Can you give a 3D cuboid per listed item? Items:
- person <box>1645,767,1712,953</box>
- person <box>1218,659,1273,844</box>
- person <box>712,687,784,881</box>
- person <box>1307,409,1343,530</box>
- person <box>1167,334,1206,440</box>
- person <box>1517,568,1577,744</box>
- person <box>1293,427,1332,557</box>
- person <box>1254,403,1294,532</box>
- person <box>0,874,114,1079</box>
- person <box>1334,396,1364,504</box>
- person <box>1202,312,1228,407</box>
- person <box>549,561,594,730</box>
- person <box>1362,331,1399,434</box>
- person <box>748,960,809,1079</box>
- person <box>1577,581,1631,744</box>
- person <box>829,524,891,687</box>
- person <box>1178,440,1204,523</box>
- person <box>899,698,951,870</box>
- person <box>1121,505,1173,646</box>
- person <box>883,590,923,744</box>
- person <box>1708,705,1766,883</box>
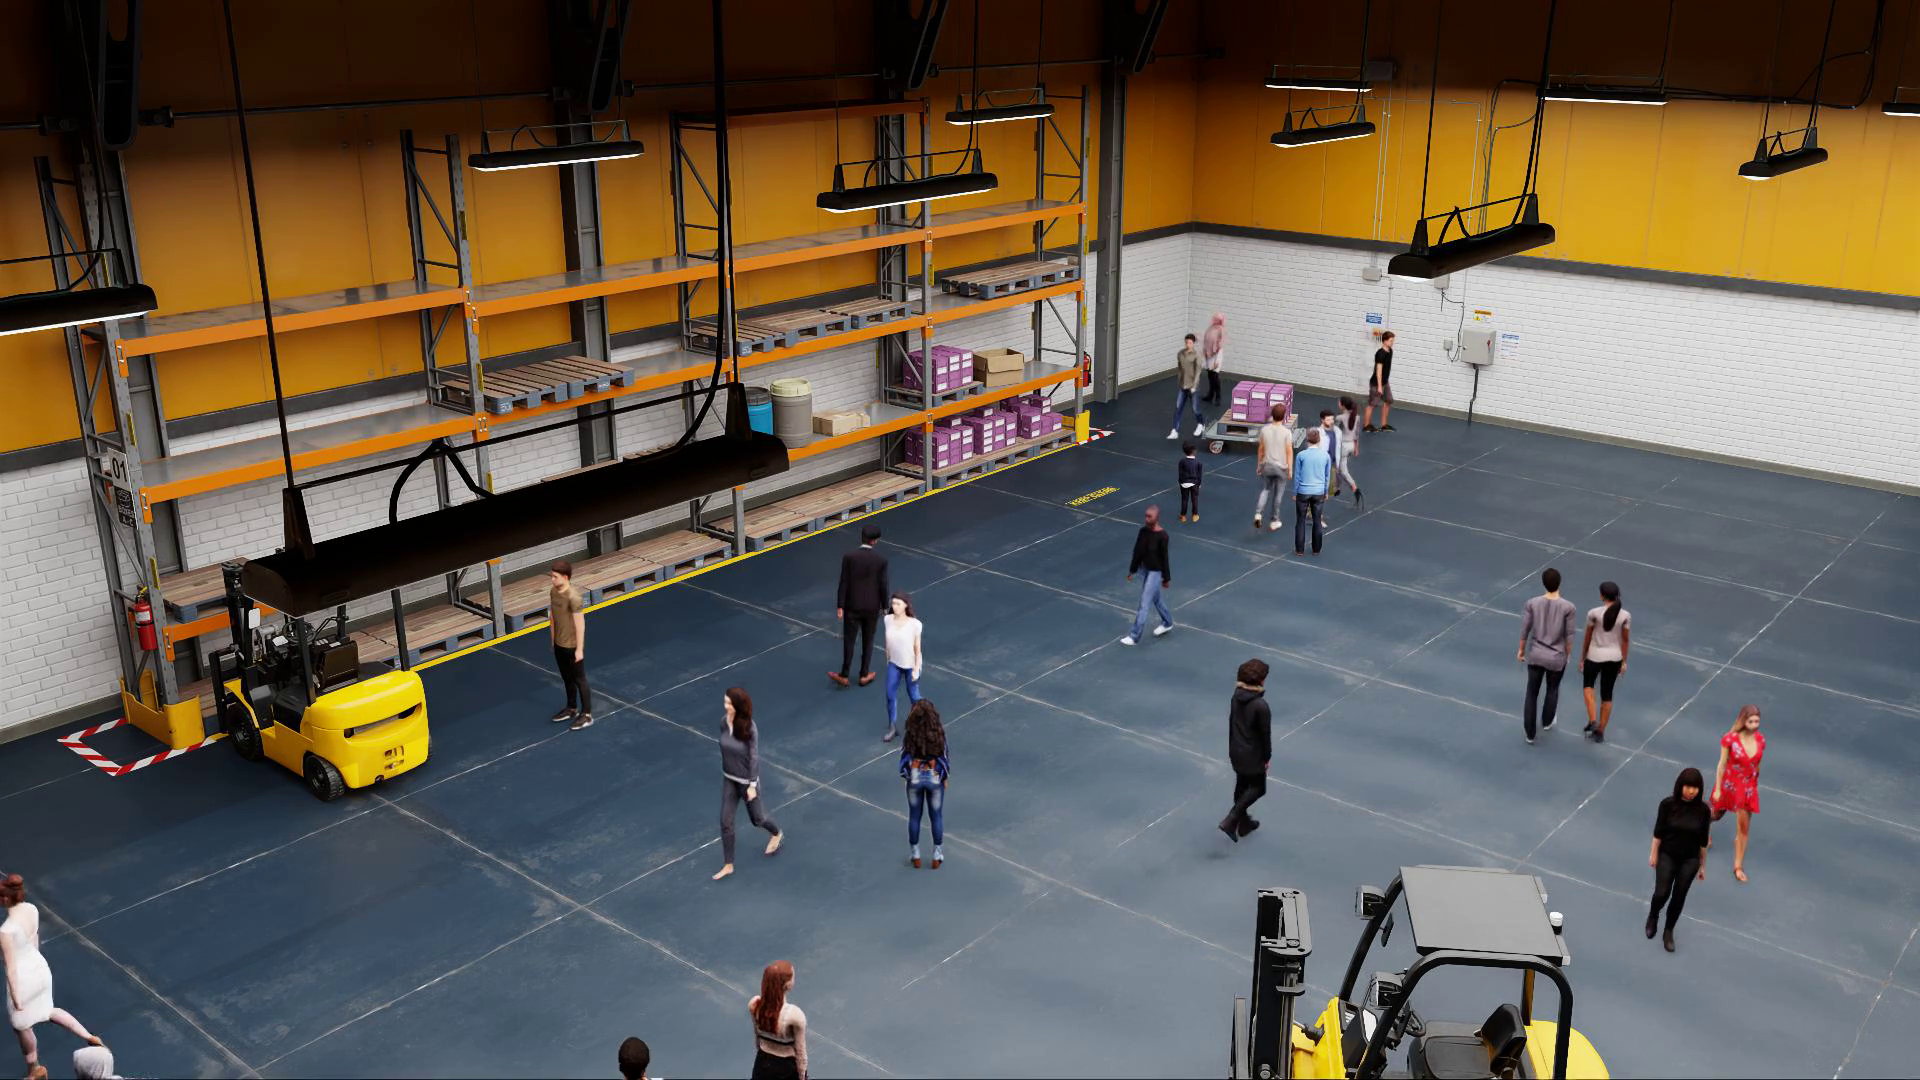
[{"bbox_3d":[5.900,2.575,13.678,0.677,1.633,0.721,5,19,14],"label":"person"},{"bbox_3d":[2.608,1.968,15.278,0.941,1.764,0.752,-13,23,-34],"label":"person"},{"bbox_3d":[-1.886,2.123,14.855,0.731,1.741,1.109,10,21,28],"label":"person"},{"bbox_3d":[5.274,-1.069,24.251,0.913,1.792,0.931,-11,22,-31],"label":"person"},{"bbox_3d":[4.057,-2.685,28.972,0.685,1.842,1.097,15,24,38],"label":"person"},{"bbox_3d":[6.098,1.247,17.334,0.826,1.817,0.988,10,21,28],"label":"person"},{"bbox_3d":[4.865,-0.677,23.057,0.742,1.811,0.780,0,19,1],"label":"person"},{"bbox_3d":[4.508,-1.017,23.950,0.745,1.886,0.884,11,21,29],"label":"person"},{"bbox_3d":[-6.491,3.145,11.766,0.972,1.774,0.977,1,19,2],"label":"person"},{"bbox_3d":[5.878,-1.327,25.255,1.109,1.641,0.949,-9,21,-25],"label":"person"},{"bbox_3d":[4.764,-3.436,31.299,0.784,1.780,0.856,-3,19,-10],"label":"person"},{"bbox_3d":[-4.162,1.098,17.725,0.667,1.851,0.553,16,24,40],"label":"person"},{"bbox_3d":[7.325,-2.784,29.286,0.760,1.830,0.778,13,23,34],"label":"person"},{"bbox_3d":[-1.228,3.528,10.724,0.835,1.713,1.218,8,20,21],"label":"person"},{"bbox_3d":[6.703,1.300,17.317,0.767,1.729,0.777,4,19,11],"label":"person"},{"bbox_3d":[-1.136,0.761,18.740,0.942,1.842,0.990,-5,19,-15],"label":"person"},{"bbox_3d":[3.399,-0.873,24.565,0.575,1.221,0.599,3,19,10],"label":"person"},{"bbox_3d":[-0.310,2.169,14.912,0.698,1.616,0.731,1,19,4],"label":"person"},{"bbox_3d":[2.358,0.404,20.022,1.212,1.700,0.778,-14,23,-35],"label":"person"},{"bbox_3d":[-0.531,1.298,17.419,0.729,1.667,0.798,7,20,20],"label":"person"},{"bbox_3d":[6.923,2.193,14.932,0.977,1.557,1.119,1,19,3],"label":"person"}]
